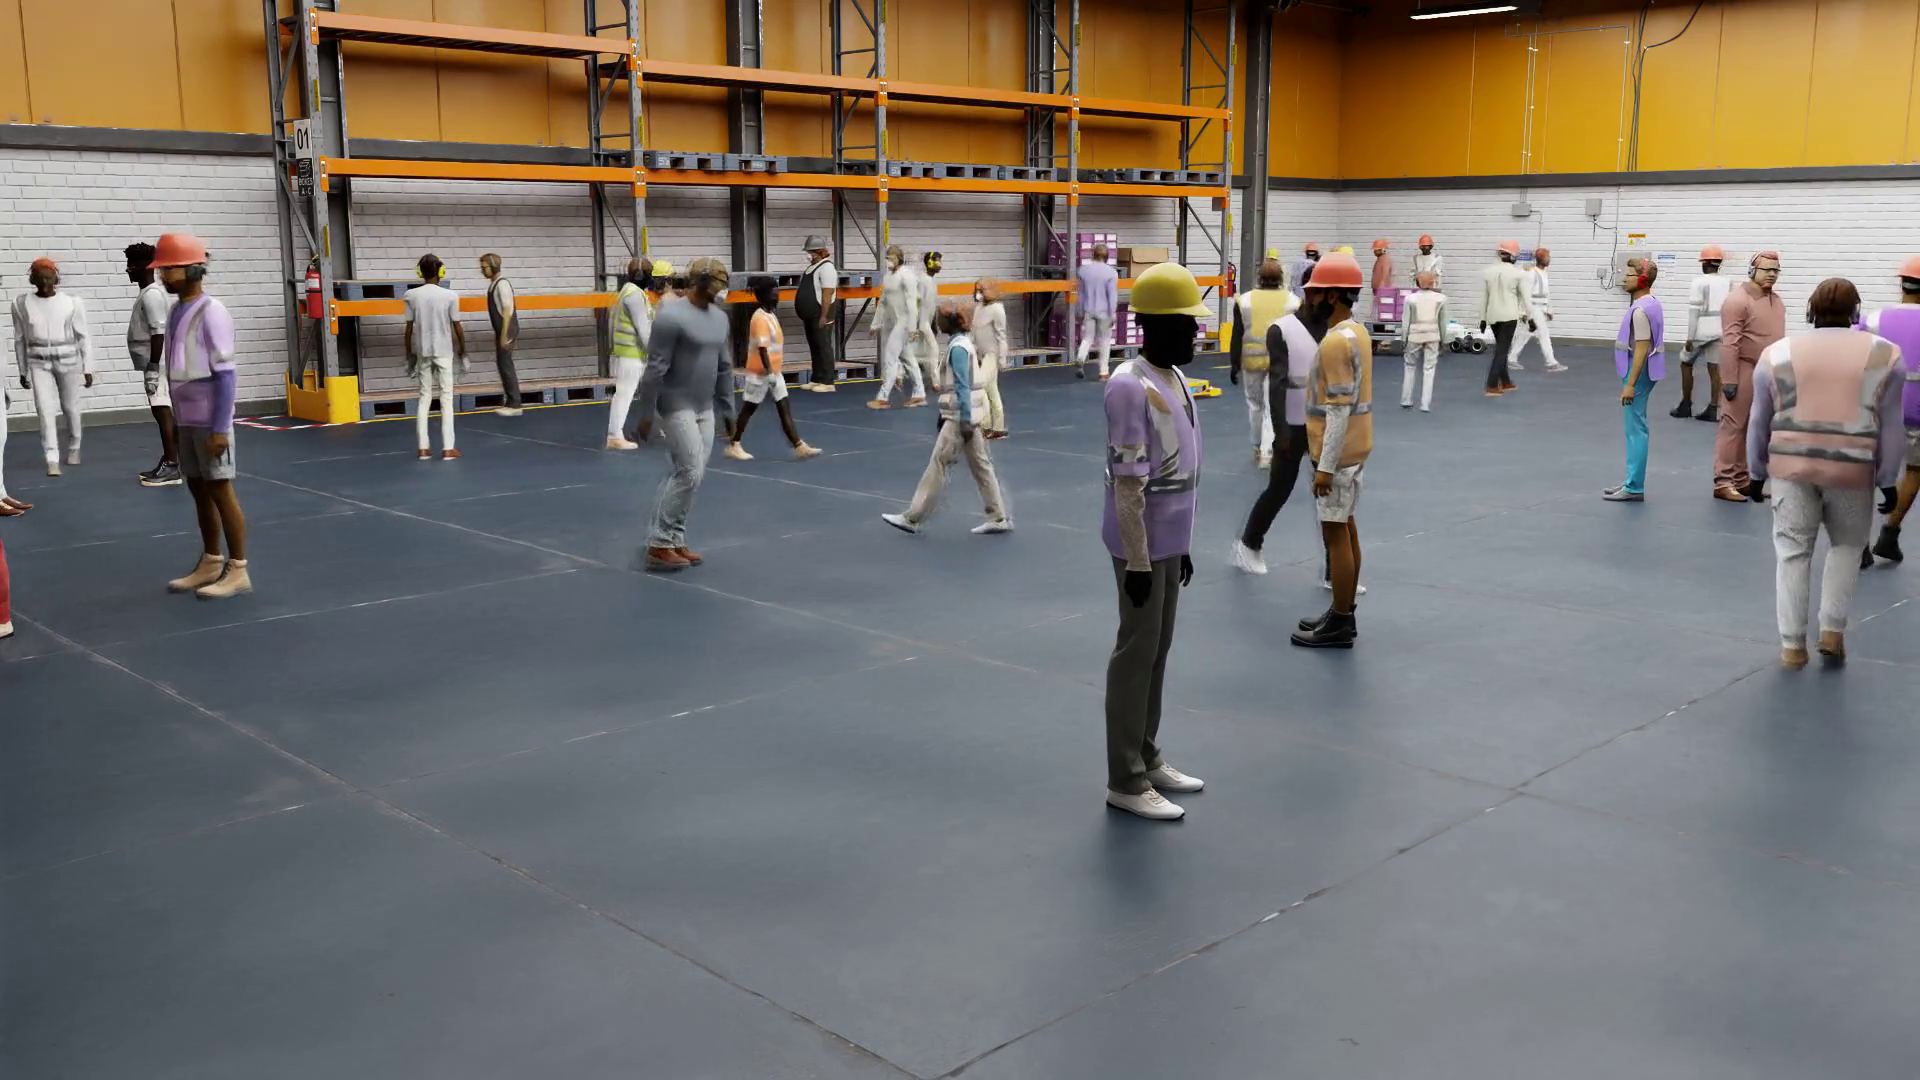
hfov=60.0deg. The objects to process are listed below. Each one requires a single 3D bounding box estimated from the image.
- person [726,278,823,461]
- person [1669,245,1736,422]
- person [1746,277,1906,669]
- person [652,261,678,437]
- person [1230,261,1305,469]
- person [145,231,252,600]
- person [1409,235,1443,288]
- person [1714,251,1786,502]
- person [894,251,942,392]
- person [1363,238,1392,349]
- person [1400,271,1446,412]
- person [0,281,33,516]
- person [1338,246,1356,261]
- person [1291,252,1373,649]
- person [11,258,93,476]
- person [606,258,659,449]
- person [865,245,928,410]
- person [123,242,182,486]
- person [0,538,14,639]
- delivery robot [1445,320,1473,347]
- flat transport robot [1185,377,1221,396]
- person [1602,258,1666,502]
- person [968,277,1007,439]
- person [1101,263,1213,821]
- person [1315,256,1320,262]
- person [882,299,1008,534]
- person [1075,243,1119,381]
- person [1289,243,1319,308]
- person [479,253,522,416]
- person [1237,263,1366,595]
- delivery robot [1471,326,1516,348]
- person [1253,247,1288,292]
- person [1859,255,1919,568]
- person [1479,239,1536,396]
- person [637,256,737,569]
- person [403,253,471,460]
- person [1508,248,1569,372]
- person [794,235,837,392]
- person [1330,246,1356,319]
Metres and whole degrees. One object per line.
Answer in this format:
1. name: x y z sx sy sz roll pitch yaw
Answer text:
1. person: -1.704 -1.509 14.838 0.886 1.644 0.546 2 11 10
2. person: 8.140 -2.267 18.250 0.584 1.908 0.760 -3 11 -13
3. person: 4.041 -0.309 7.808 0.660 1.825 0.537 6 12 29
4. person: -2.955 -1.917 16.749 0.328 1.767 0.530 -1 10 -4
5. person: 2.722 -1.548 14.651 0.651 1.790 0.976 3 11 15
6. person: -4.258 -0.681 9.259 0.614 2.039 0.395 9 14 41
7. person: 8.717 -4.695 31.188 0.609 2.032 0.410 7 12 33
8. person: 6.076 -1.249 12.729 0.642 1.905 0.399 -7 12 -33
9. person: -0.514 -2.811 21.474 0.861 1.834 0.512 2 11 12
10. person: 7.362 -4.351 29.470 0.736 1.962 0.626 -2 11 -9
11. person: 5.358 -2.303 19.285 0.520 1.614 0.729 1 10 8
12. person: -7.006 -1.108 12.052 0.315 1.870 0.533 -3 11 -16
13. person: 5.267 -3.229 23.593 0.958 1.888 0.595 9 14 41
14. person: 1.829 -0.432 8.177 0.371 1.939 0.543 5 11 23
15. person: -7.802 -1.508 14.335 0.581 1.840 0.986 -5 11 -25
16. person: -2.960 -1.756 15.790 0.926 1.800 0.648 -1 10 -8
17. person: -0.710 -2.458 19.313 0.815 1.895 0.685 -4 11 -19
18. person: -6.561 -1.425 13.527 0.367 1.963 0.603 -5 12 -25
19. person: -4.985 -0.353 8.243 0.523 1.760 0.327 7 12 33
20. delivery robot: 8.548 -3.578 28.856 0.477 0.478 0.707 -9 14 -40
21. flat transport robot: 2.523 -1.864 20.532 1.431 0.197 0.652 -10 14 -42
22. person: 5.170 -1.214 12.685 0.386 1.849 0.567 5 11 25
23. person: 0.223 -1.786 16.434 0.564 1.615 0.517 -4 11 -22
24. person: 0.690 0.000 5.852 0.363 1.928 0.587 4 11 21
25. person: 6.257 -4.235 29.604 0.628 1.670 0.544 1 10 5
26. person: -0.069 -0.815 11.196 0.868 1.589 0.546 1 10 4
27. person: 1.870 -3.138 22.971 0.632 1.923 0.707 6 12 31
28. person: 6.008 -4.191 28.848 0.606 1.875 0.804 4 11 21
29. person: -5.158 -2.300 18.674 0.398 1.826 0.519 -5 11 -24
30. person: 1.980 -0.670 9.654 0.594 1.882 0.960 -4 11 -23
31. delivery robot: 9.102 -3.490 28.372 0.707 0.478 0.477 4 11 21
32. person: 5.376 -4.169 28.901 0.434 1.808 0.683 -9 14 -41
33. person: 5.697 -0.778 10.138 0.593 1.905 0.688 -10 14 -43
34. person: 6.991 -2.807 21.072 0.924 1.955 0.637 -7 12 -32
35. person: -1.649 -0.765 10.100 0.535 1.897 0.649 5 11 24
36. person: -4.740 -1.646 15.012 0.566 1.865 0.363 0 10 2
37. person: 8.616 -3.430 24.827 0.979 1.835 0.595 7 13 35
38. person: -1.885 -2.947 21.613 0.535 2.000 0.686 -5 12 -25
39. person: 5.742 -3.584 25.595 0.643 1.857 0.988 1 10 4
